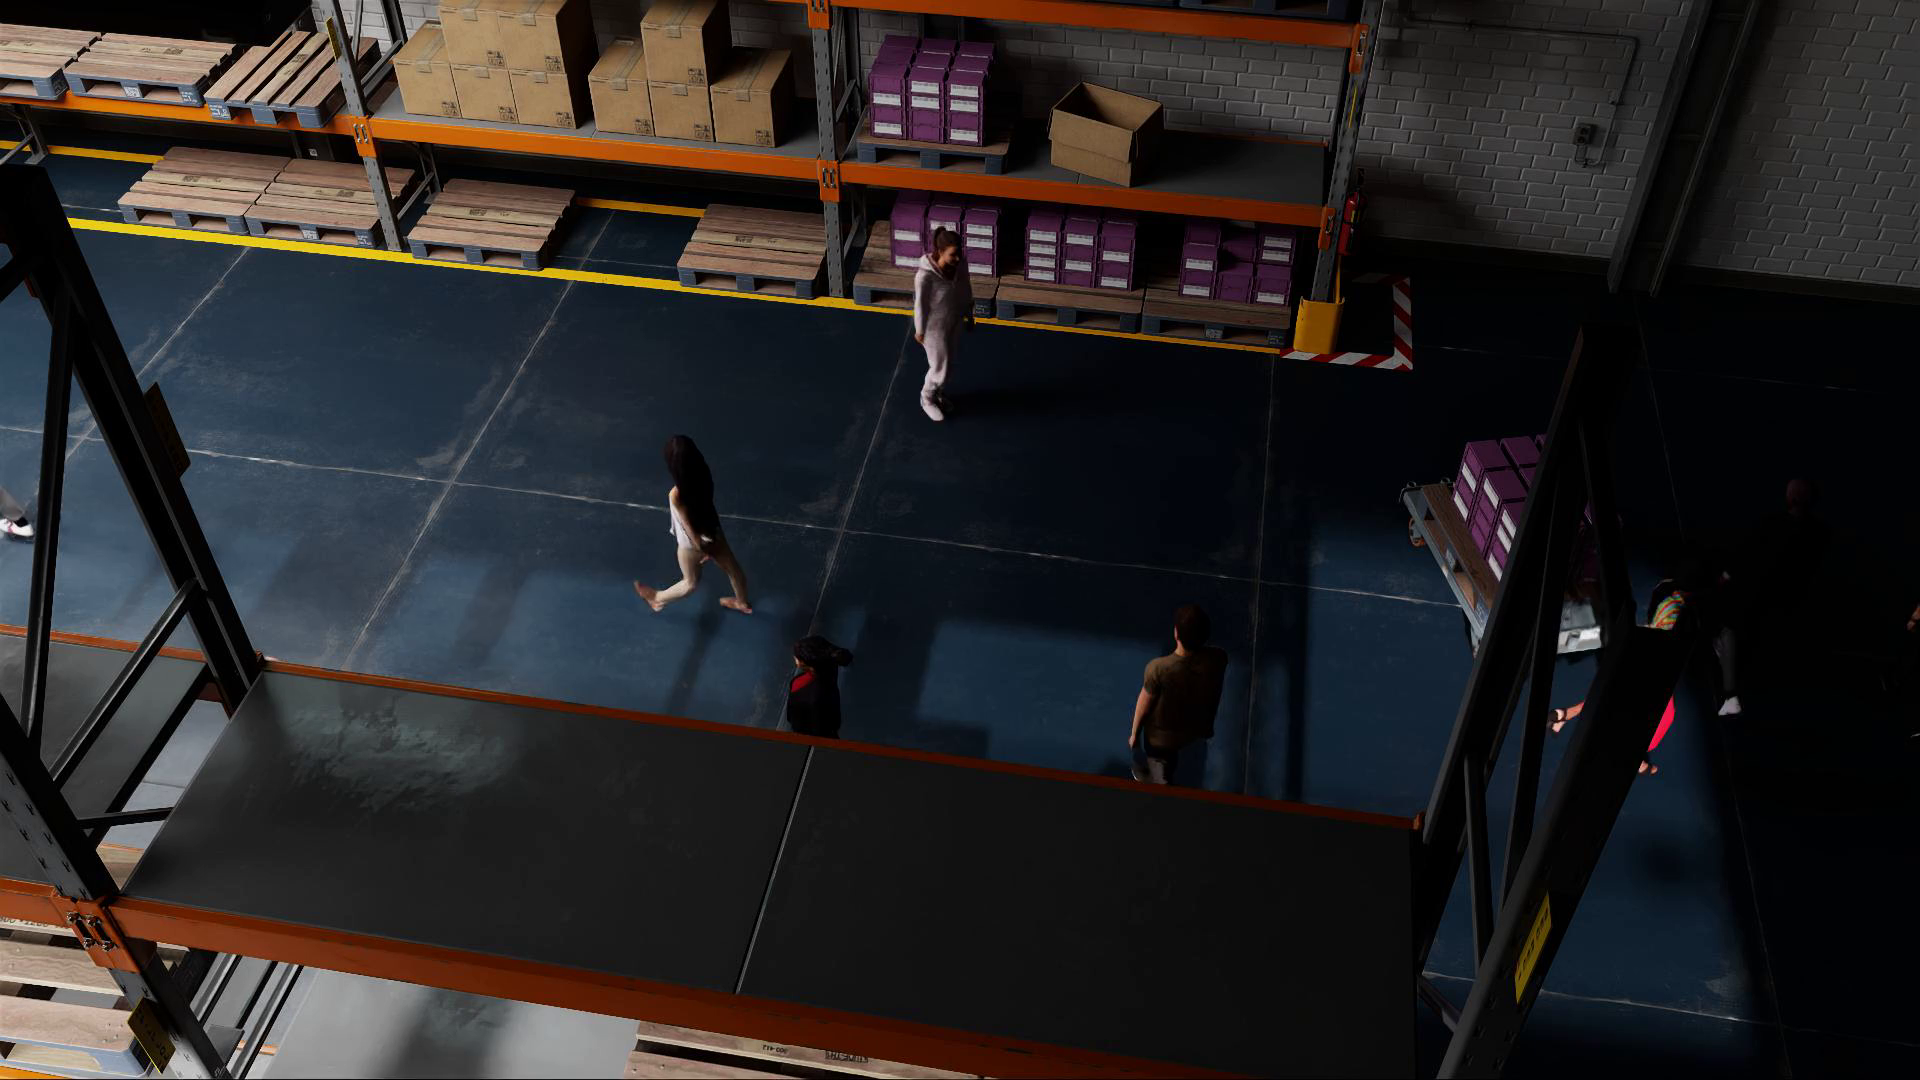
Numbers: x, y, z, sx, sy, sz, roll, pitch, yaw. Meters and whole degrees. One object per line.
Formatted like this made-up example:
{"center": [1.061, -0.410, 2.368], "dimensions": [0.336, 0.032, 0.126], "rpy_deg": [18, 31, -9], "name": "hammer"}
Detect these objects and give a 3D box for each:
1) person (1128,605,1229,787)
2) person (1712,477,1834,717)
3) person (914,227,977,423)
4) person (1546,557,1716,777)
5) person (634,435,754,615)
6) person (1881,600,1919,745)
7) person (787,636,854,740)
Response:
{"center": [1.256, 1.137, 9.489], "dimensions": [1.224, 1.821, 1.156], "rpy_deg": [-17, 46, -17], "name": "person"}
{"center": [4.992, 0.377, 10.349], "dimensions": [1.056, 1.734, 0.778], "rpy_deg": [3, 44, 3], "name": "person"}
{"center": [-0.197, -1.685, 12.559], "dimensions": [0.777, 1.672, 0.748], "rpy_deg": [33, 53, 30], "name": "person"}
{"center": [4.013, 0.761, 9.921], "dimensions": [0.969, 1.770, 0.583], "rpy_deg": [10, 44, 10], "name": "person"}
{"center": [-1.804, -0.087, 10.915], "dimensions": [0.677, 1.626, 1.007], "rpy_deg": [7, 44, 8], "name": "person"}
{"center": [6.098, 0.535, 10.207], "dimensions": [0.965, 1.701, 0.756], "rpy_deg": [11, 45, 11], "name": "person"}
{"center": [-0.731, 1.156, 9.618], "dimensions": [1.009, 1.615, 0.633], "rpy_deg": [3, 44, 3], "name": "person"}
